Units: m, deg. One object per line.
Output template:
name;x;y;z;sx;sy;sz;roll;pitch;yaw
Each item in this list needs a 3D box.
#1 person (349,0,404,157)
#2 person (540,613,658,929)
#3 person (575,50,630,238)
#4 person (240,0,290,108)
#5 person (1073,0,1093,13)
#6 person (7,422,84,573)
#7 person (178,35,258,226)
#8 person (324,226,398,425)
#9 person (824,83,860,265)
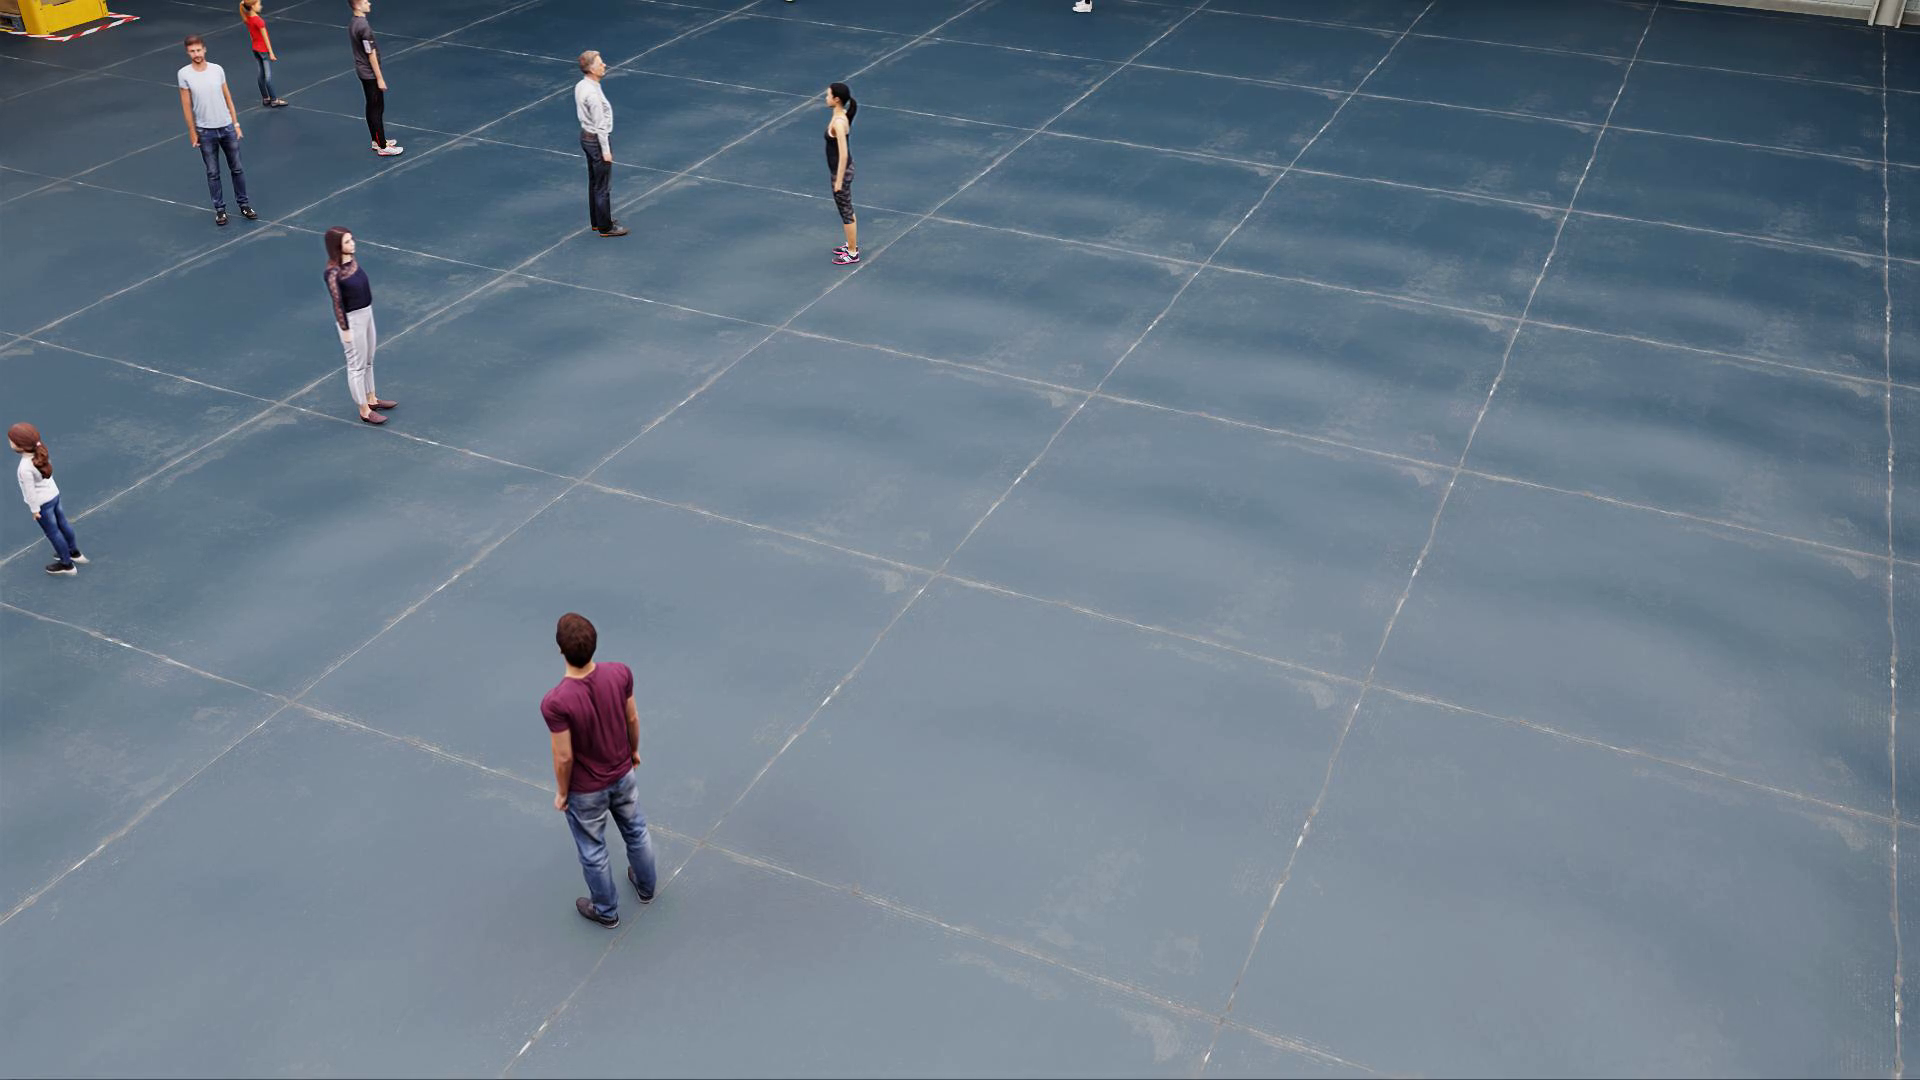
person;-6.534;-5.175;18.440;0.782;1.764;0.683;-16;36;-24
person;-1.805;1.157;8.317;0.730;1.854;0.699;-26;41;-35
person;-3.579;-3.924;16.405;0.797;1.818;0.704;-16;36;-23
person;-8.392;-5.878;19.979;0.464;1.310;0.591;23;39;32
person;1.806;-8.396;23.564;0.583;1.743;0.603;9;33;14
person;-6.239;-0.304;11.330;0.564;1.110;0.516;-2;32;-3
person;-7.471;-4.124;16.677;0.722;1.866;0.721;-19;37;-28
person;-4.733;-1.704;13.084;0.651;1.607;0.671;1;32;1
person;-1.111;-3.482;15.788;0.663;1.728;0.654;0;32;-1
